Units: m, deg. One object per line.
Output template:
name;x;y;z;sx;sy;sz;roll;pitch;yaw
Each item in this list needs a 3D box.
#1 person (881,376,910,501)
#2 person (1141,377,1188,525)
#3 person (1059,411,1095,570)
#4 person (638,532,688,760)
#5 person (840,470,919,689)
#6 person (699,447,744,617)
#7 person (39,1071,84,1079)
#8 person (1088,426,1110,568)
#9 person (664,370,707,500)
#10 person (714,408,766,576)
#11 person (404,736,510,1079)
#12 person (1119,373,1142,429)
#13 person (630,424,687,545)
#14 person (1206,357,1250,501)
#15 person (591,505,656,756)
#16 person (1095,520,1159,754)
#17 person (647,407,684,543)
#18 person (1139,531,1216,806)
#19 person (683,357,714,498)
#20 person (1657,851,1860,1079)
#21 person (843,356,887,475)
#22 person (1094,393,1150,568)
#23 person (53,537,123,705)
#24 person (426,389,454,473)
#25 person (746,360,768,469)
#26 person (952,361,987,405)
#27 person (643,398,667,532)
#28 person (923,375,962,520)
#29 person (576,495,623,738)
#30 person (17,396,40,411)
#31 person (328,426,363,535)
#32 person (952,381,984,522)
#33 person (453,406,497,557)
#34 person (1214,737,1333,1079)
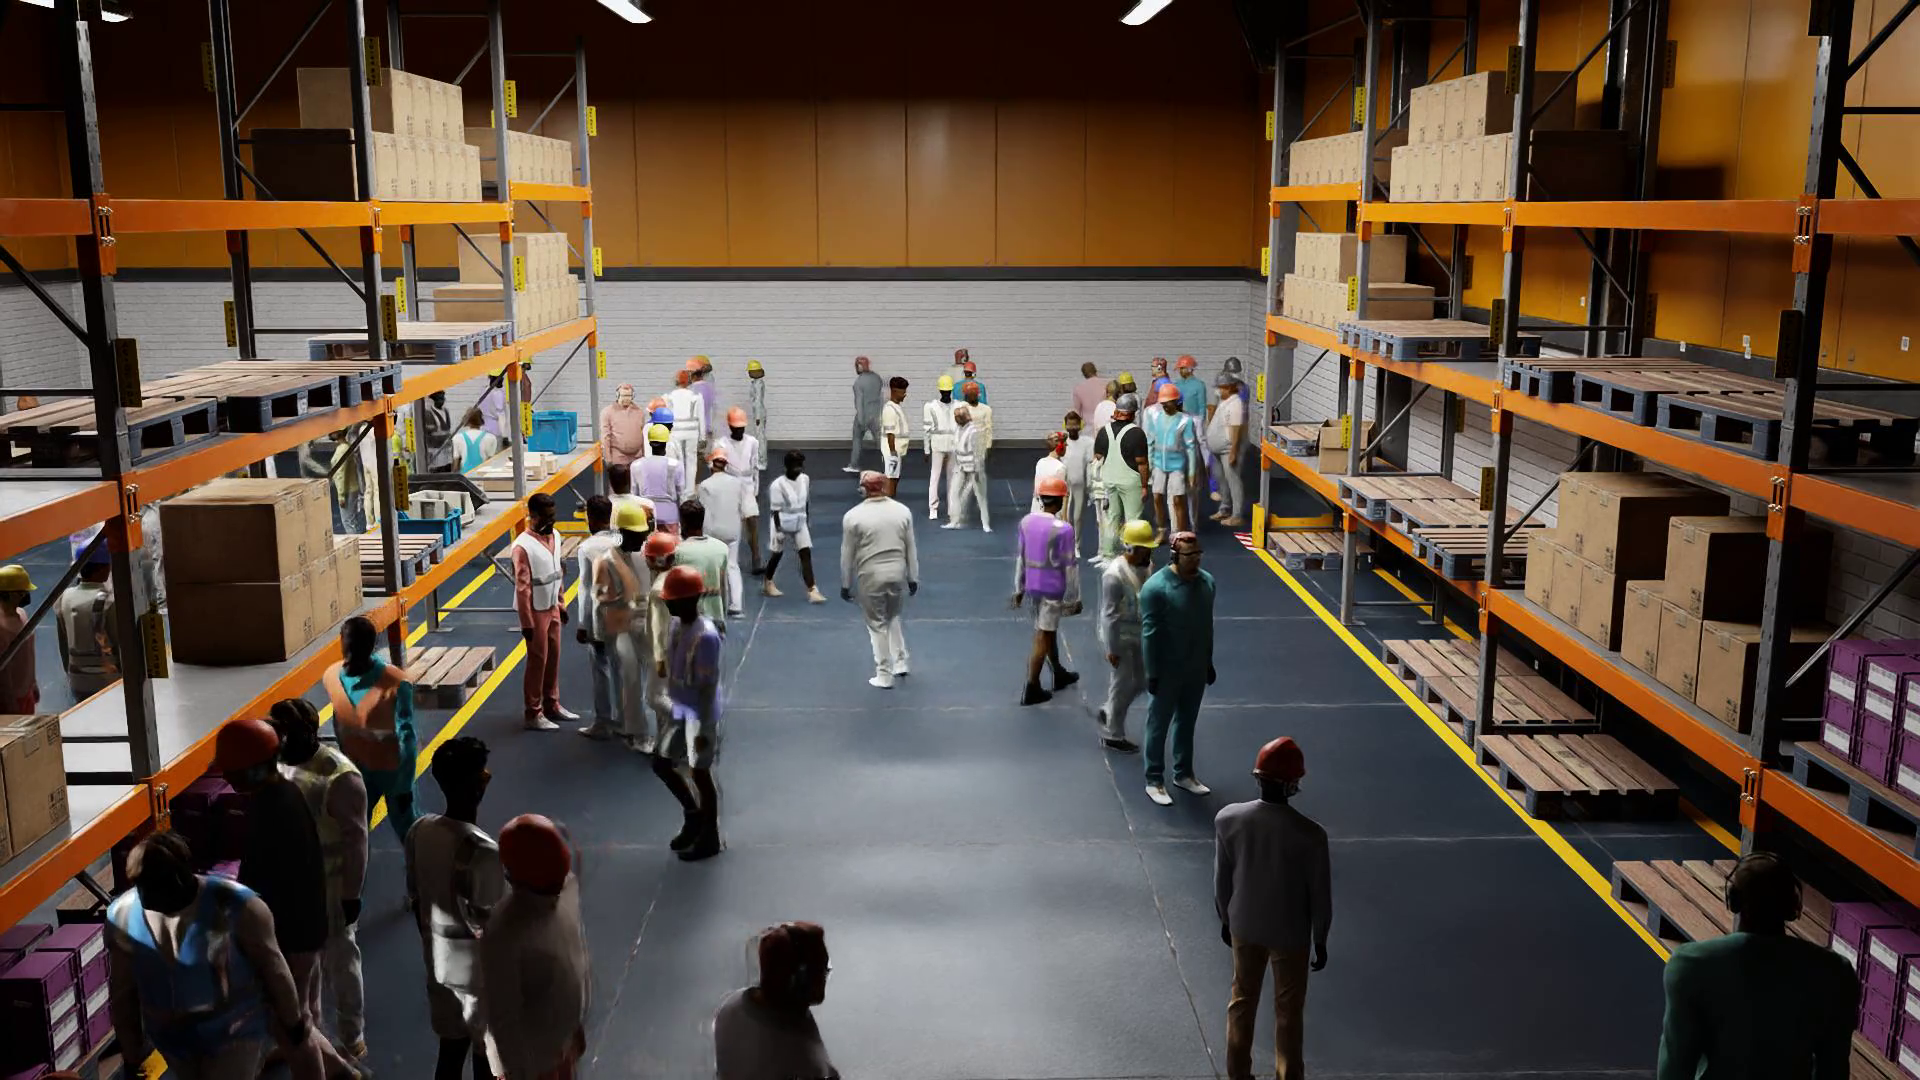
person;-0.835;-1.149;21.602;0.372;1.959;0.603;1;11;4
person;2.664;-1.160;21.735;0.630;1.924;0.452;-1;11;-3
person;1.319;-0.616;19.310;0.510;1.820;0.959;1;11;4
person;-2.171;0.793;12.411;0.452;1.738;0.578;2;11;8
person;-0.695;0.343;14.330;0.660;1.880;0.498;-7;13;-32
person;-2.445;-0.086;16.906;0.591;1.699;0.746;-10;15;-40
person;-2.331;2.311;4.442;0.573;1.883;0.355;0;11;2
person;1.665;-0.501;19.152;0.310;1.642;0.514;-2;11;-8
person;-3.866;-1.456;23.366;0.600;1.867;0.488;1;11;6
person;-2.468;-0.530;18.668;0.545;1.885;0.964;-4;12;-21
person;-2.035;1.770;6.942;0.612;1.966;0.361;9;14;38
person;2.447;-1.586;24.362;0.334;1.735;0.491;-10;15;-40
person;-3.070;-0.228;17.060;0.585;1.927;0.366;1;11;6
person;3.841;-1.574;23.525;0.675;2.000;0.537;-5;12;-23
person;-2.432;0.672;12.630;0.885;1.890;0.600;11;16;43
person;1.282;0.726;12.577;0.477;1.807;0.648;7;13;33
person;-3.227;-0.498;18.360;0.389;1.949;0.604;-2;11;-9
person;1.546;0.875;11.579;0.643;1.910;0.400;-8;14;-33
person;-3.691;-1.590;23.632;0.628;2.028;0.631;5;13;25
person;2.727;2.017;5.781;0.629;1.936;0.371;2;11;8
person;-1.398;-1.924;25.755;1.007;1.858;0.644;10;15;42
person;1.901;-0.662;18.951;0.679;2.000;0.537;9;15;39
person;-5.737;0.942;11.152;0.603;1.943;0.398;4;12;20
person;-7.228;-1.295;23.027;0.437;1.674;0.552;4;12;20
person;-3.220;-1.980;26.336;0.321;1.737;0.483;-1;11;-6
person;0.159;-1.917;25.964;0.562;1.753;0.322;3;12;16
person;-3.784;-0.915;20.939;0.327;1.753;0.563;-6;13;-27
person;-0.189;-1.227;22.070;0.593;1.925;0.384;-3;12;-14
person;-2.754;0.593;13.007;0.408;1.907;0.598;6;13;27
person;-12.608;-1.190;22.627;0.280;1.633;0.503;-1;11;-5
person;-7.073;-0.548;19.098;0.339;1.761;0.524;-2;11;-11
person;0.091;-1.155;21.845;0.372;1.872;0.690;-4;12;-18
person;-5.668;-0.650;19.468;0.527;1.826;0.717;-1;11;-5
person;1.432;1.747;7.593;0.563;1.752;0.328;7;13;33
